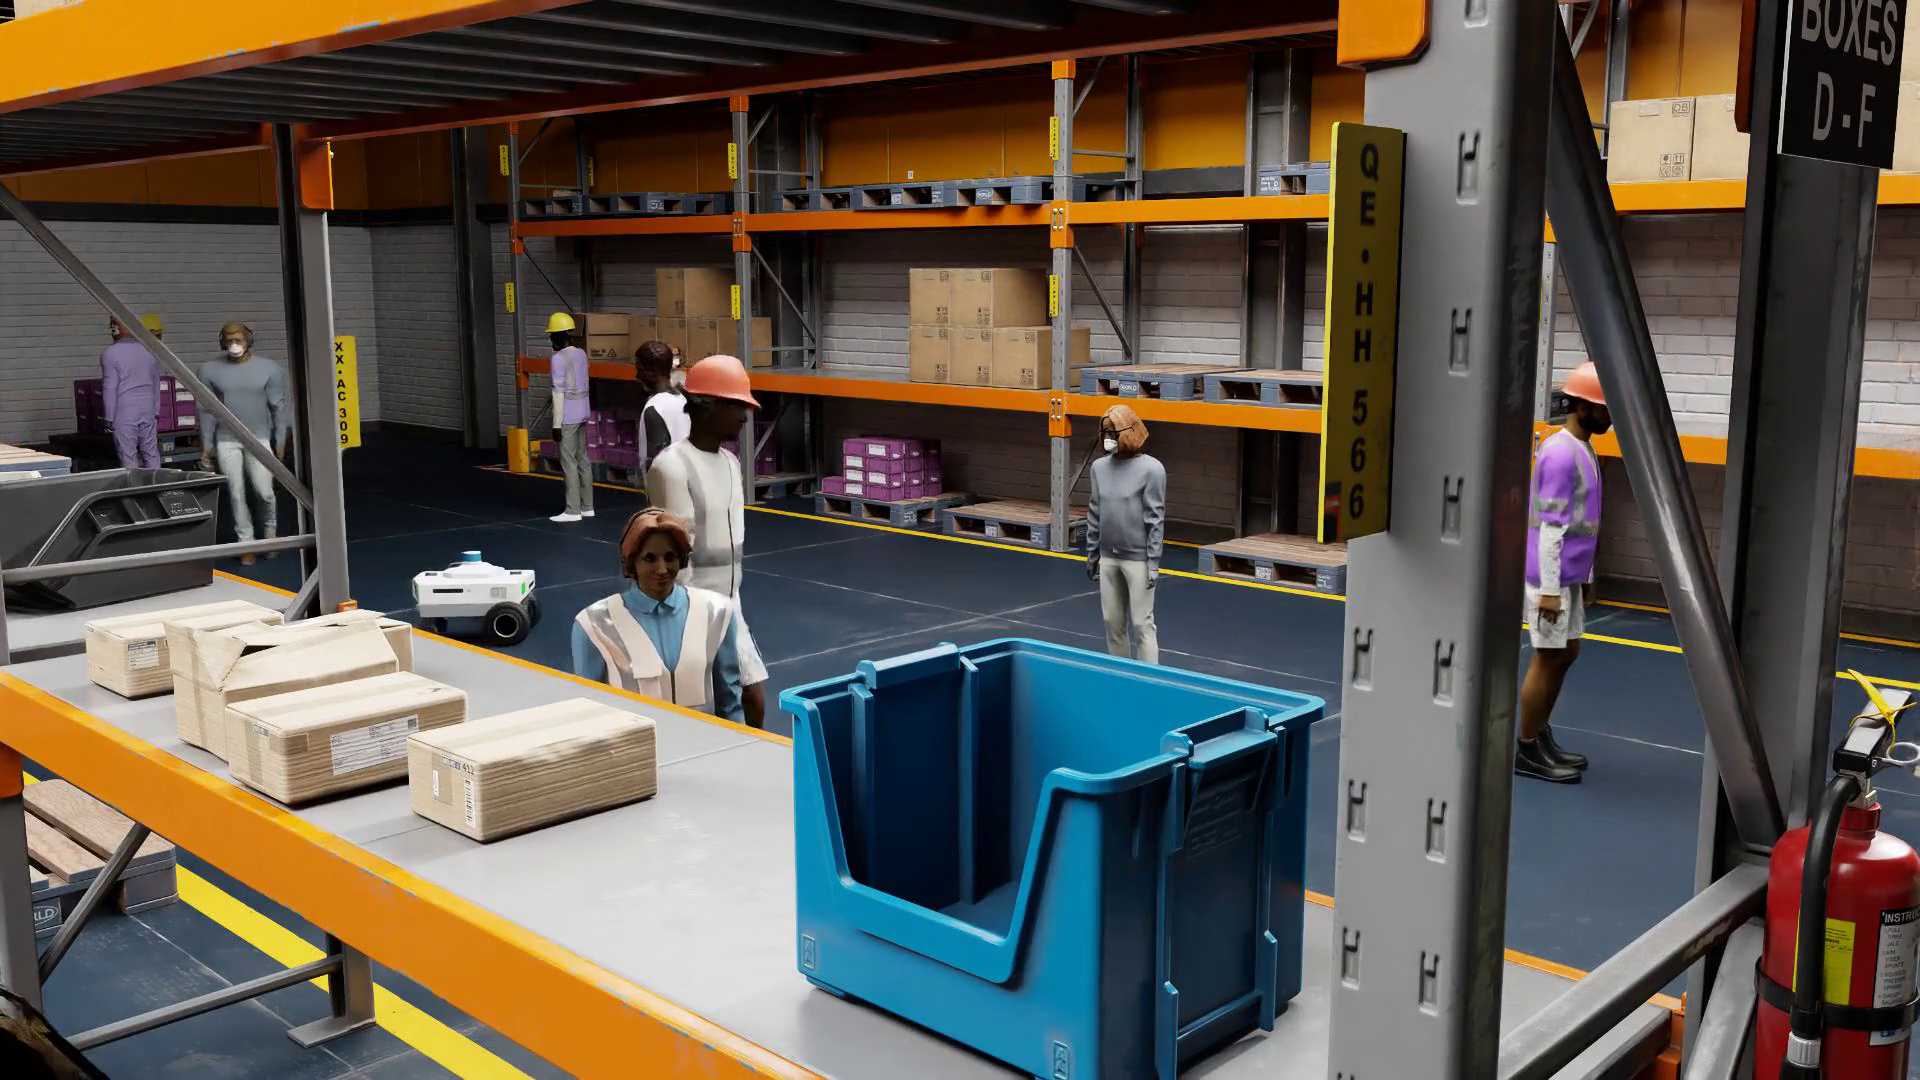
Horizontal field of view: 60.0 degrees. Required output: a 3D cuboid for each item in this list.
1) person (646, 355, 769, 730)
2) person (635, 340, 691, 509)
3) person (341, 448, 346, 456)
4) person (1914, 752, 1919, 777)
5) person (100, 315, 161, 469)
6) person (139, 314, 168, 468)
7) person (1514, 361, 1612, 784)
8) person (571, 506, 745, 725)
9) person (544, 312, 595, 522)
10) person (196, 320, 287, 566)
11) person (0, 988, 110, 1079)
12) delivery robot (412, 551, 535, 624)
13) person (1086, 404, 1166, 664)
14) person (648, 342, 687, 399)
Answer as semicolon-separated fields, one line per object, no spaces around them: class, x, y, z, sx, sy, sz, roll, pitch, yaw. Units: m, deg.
person;-1.070;0.260;6.593;1.050;1.997;0.628;5;10;26
person;-1.685;-0.200;9.667;0.394;1.909;0.596;1;9;5
person;-7.505;-1.641;19.367;0.461;1.612;0.539;-1;9;-7
person;4.734;0.129;7.459;0.794;1.966;0.642;2;9;10
person;-7.917;-1.212;15.860;0.410;1.907;0.642;3;10;20
person;-8.981;-1.597;18.473;0.427;1.815;0.608;-1;9;-8
person;2.750;0.150;7.487;0.434;1.913;0.554;6;11;31
person;-0.882;0.712;4.901;0.516;1.634;0.312;-5;10;-28
person;-3.607;-1.125;15.294;0.396;1.918;0.588;2;10;13
person;-5.589;-0.748;12.963;0.632;1.920;0.428;-2;10;-14
person;-0.664;1.190;1.183;0.999;1.896;0.639;5;11;30
delivery robot;-3.027;0.312;10.358;0.707;0.478;0.477;-1;9;-4
person;0.843;0.113;8.618;0.299;1.617;0.503;-9;13;-43
person;-2.777;-1.074;15.890;0.285;1.622;0.493;6;11;35
